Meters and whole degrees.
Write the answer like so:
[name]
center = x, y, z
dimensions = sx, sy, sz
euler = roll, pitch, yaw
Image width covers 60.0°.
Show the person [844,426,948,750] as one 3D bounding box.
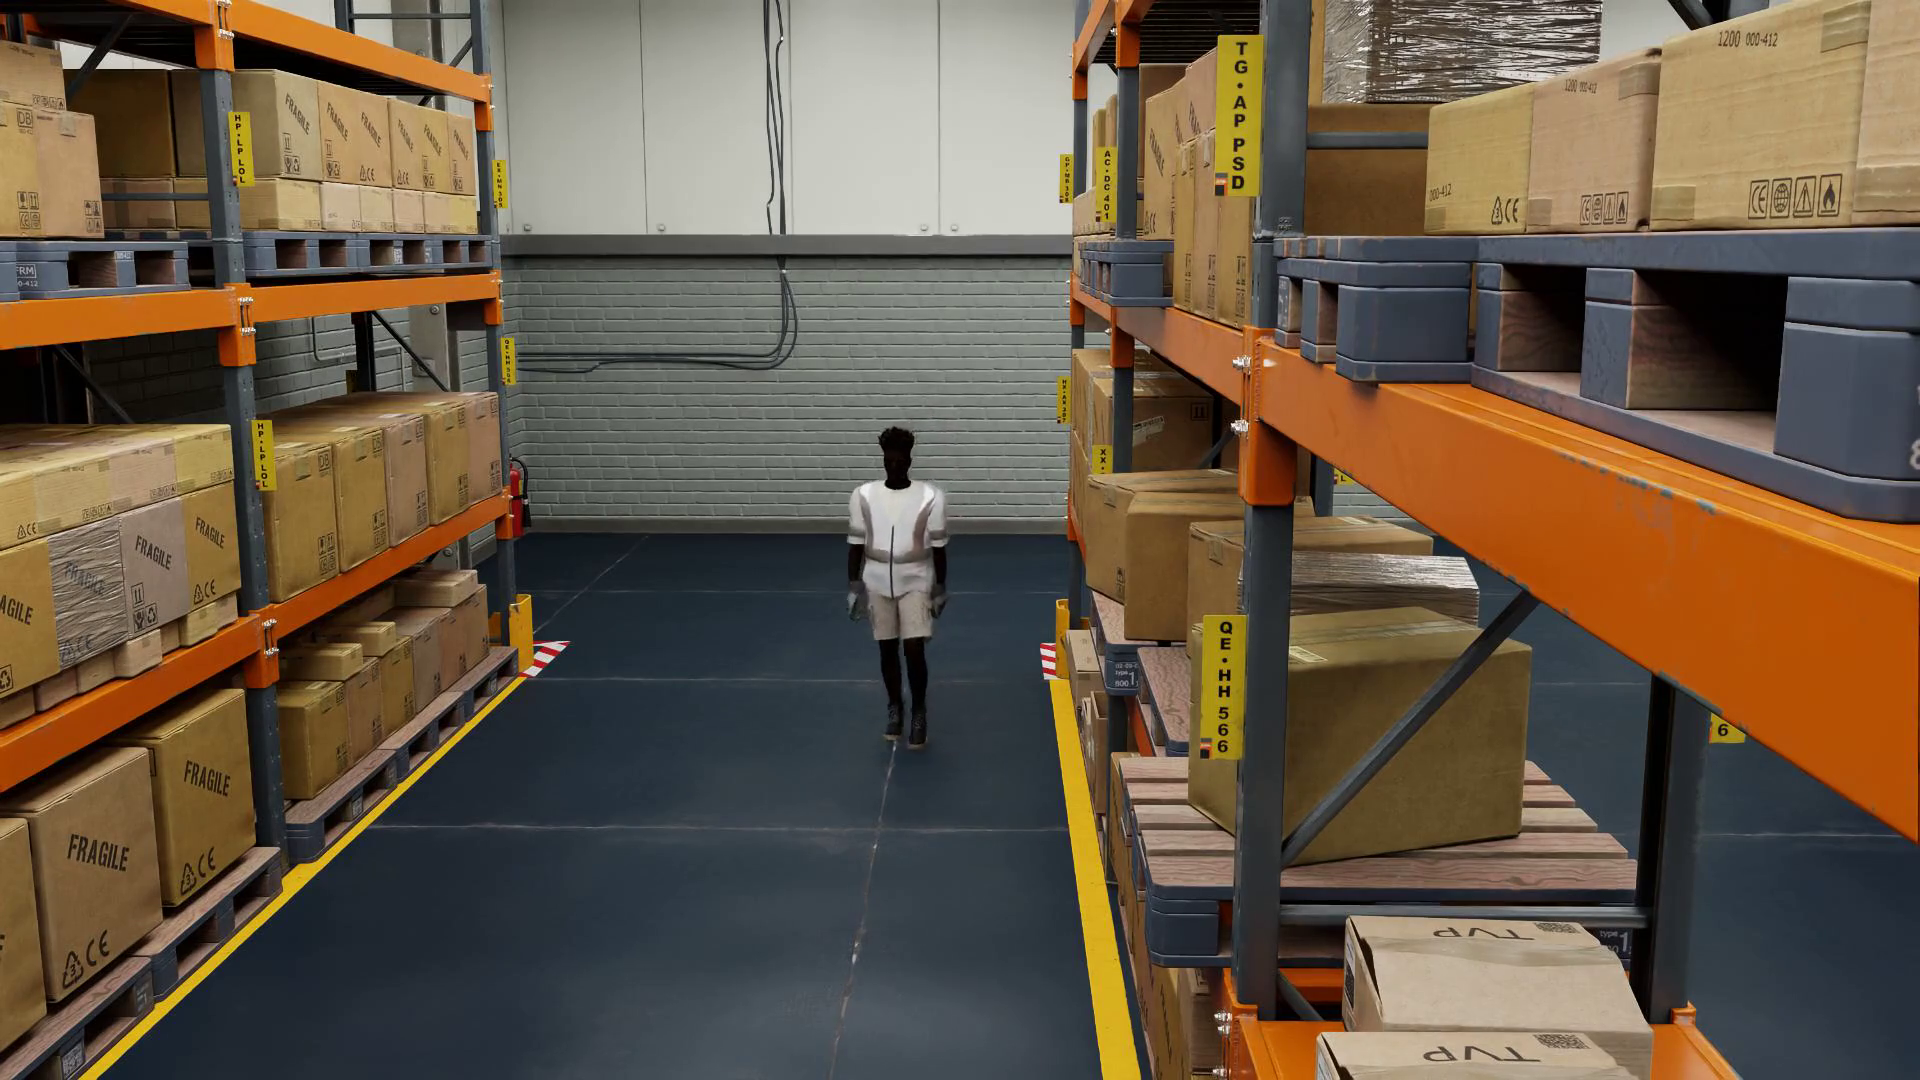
[person]
center = -0.392, 0.289, 10.027
dimensions = 0.602, 1.946, 0.654
euler = 2, 10, 11
